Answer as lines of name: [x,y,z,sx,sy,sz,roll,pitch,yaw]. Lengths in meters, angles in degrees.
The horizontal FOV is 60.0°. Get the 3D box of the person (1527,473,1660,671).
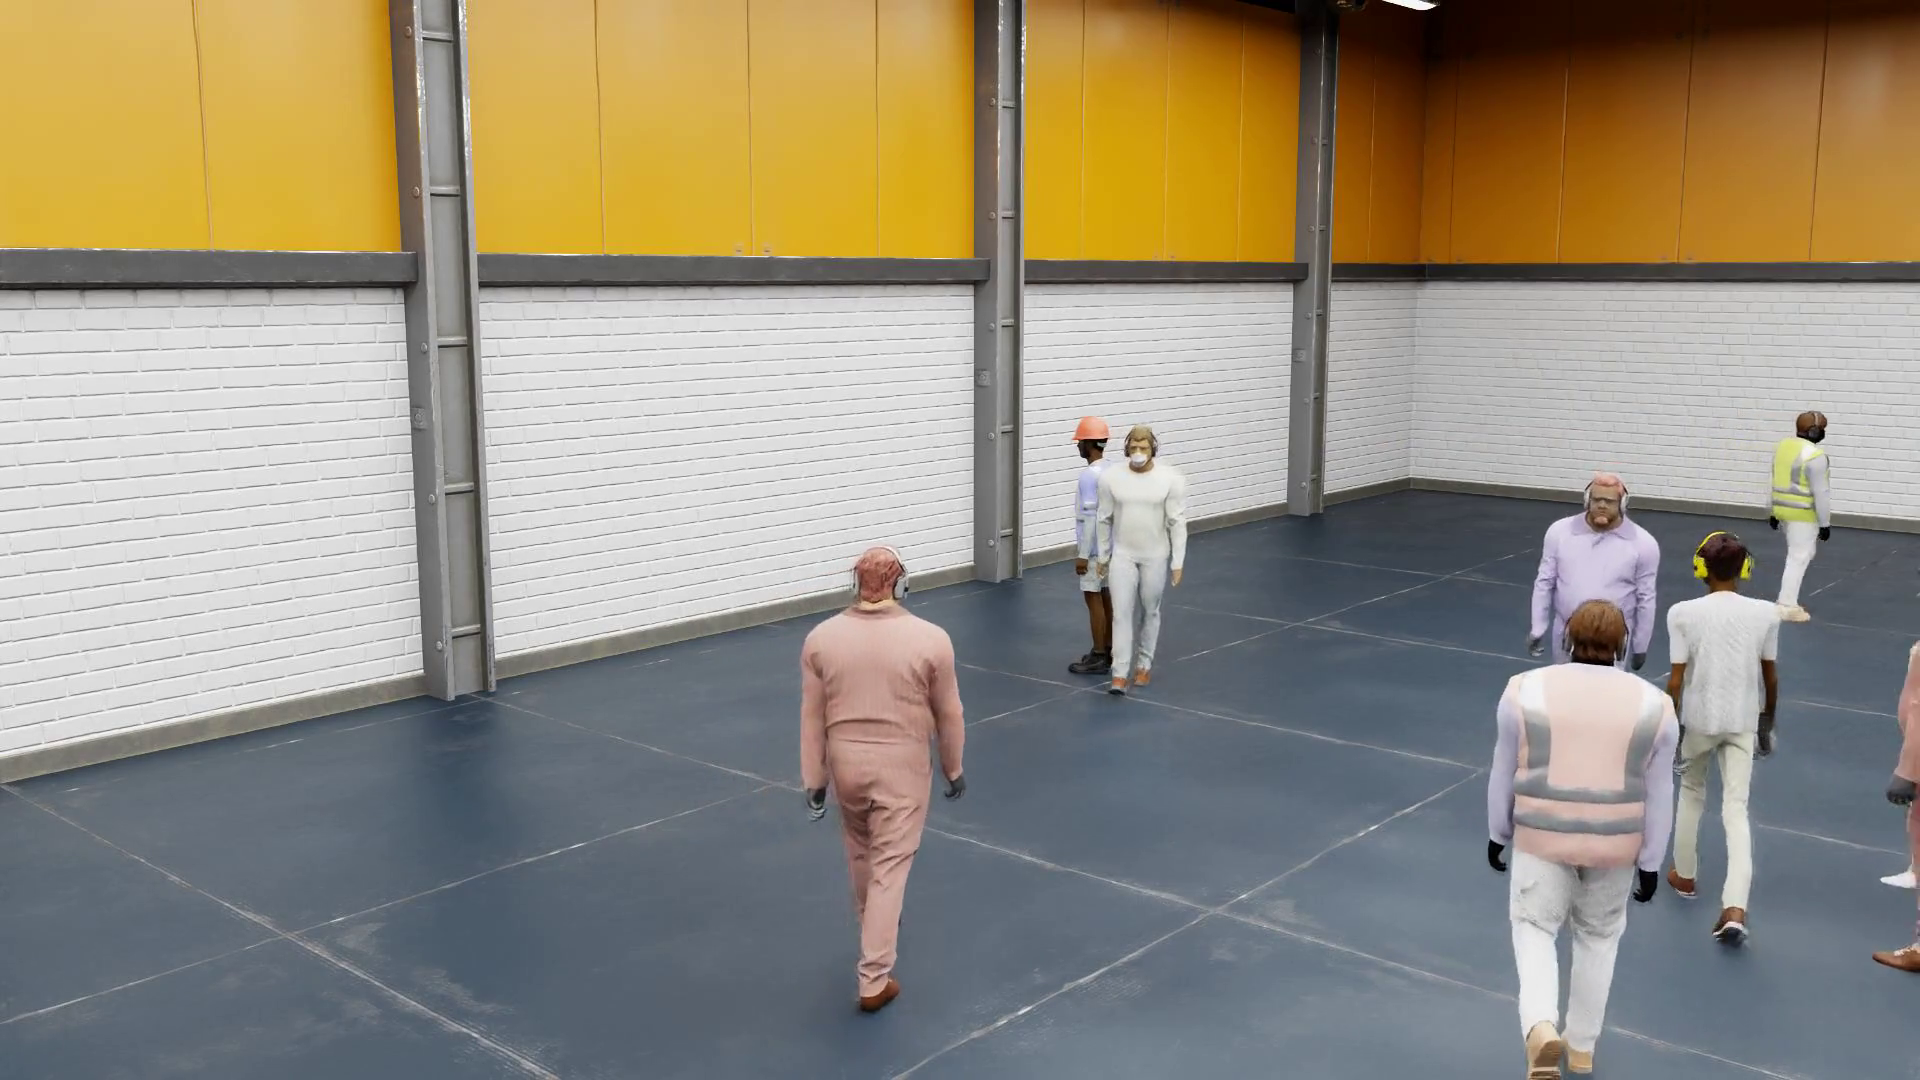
person: [3.679,0.521,9.644,0.647,1.869,0.942,7,11,36]

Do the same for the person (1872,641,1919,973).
person: [4.205,0.938,6.970,0.517,1.886,0.642,9,13,43]

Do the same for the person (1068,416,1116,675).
person: [0.989,0.039,12.437,0.373,1.934,0.551,4,10,26]

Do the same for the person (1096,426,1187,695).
person: [1.261,0.161,11.765,0.661,1.901,0.929,2,9,12]

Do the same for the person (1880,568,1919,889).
person: [4.713,0.906,7.999,0.383,1.622,0.519,5,10,27]

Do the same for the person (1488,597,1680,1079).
person: [2.242,1.118,6.023,0.633,1.821,0.659,2,9,15]

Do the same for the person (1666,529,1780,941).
person: [3.497,0.869,7.616,0.528,1.823,0.974,2,9,15]

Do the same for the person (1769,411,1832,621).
person: [7.251,-0.199,14.279,0.504,1.826,0.659,-1,9,-4]

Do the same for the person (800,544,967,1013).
person: [-0.286,0.942,6.981,0.642,1.865,0.949,3,9,17]
